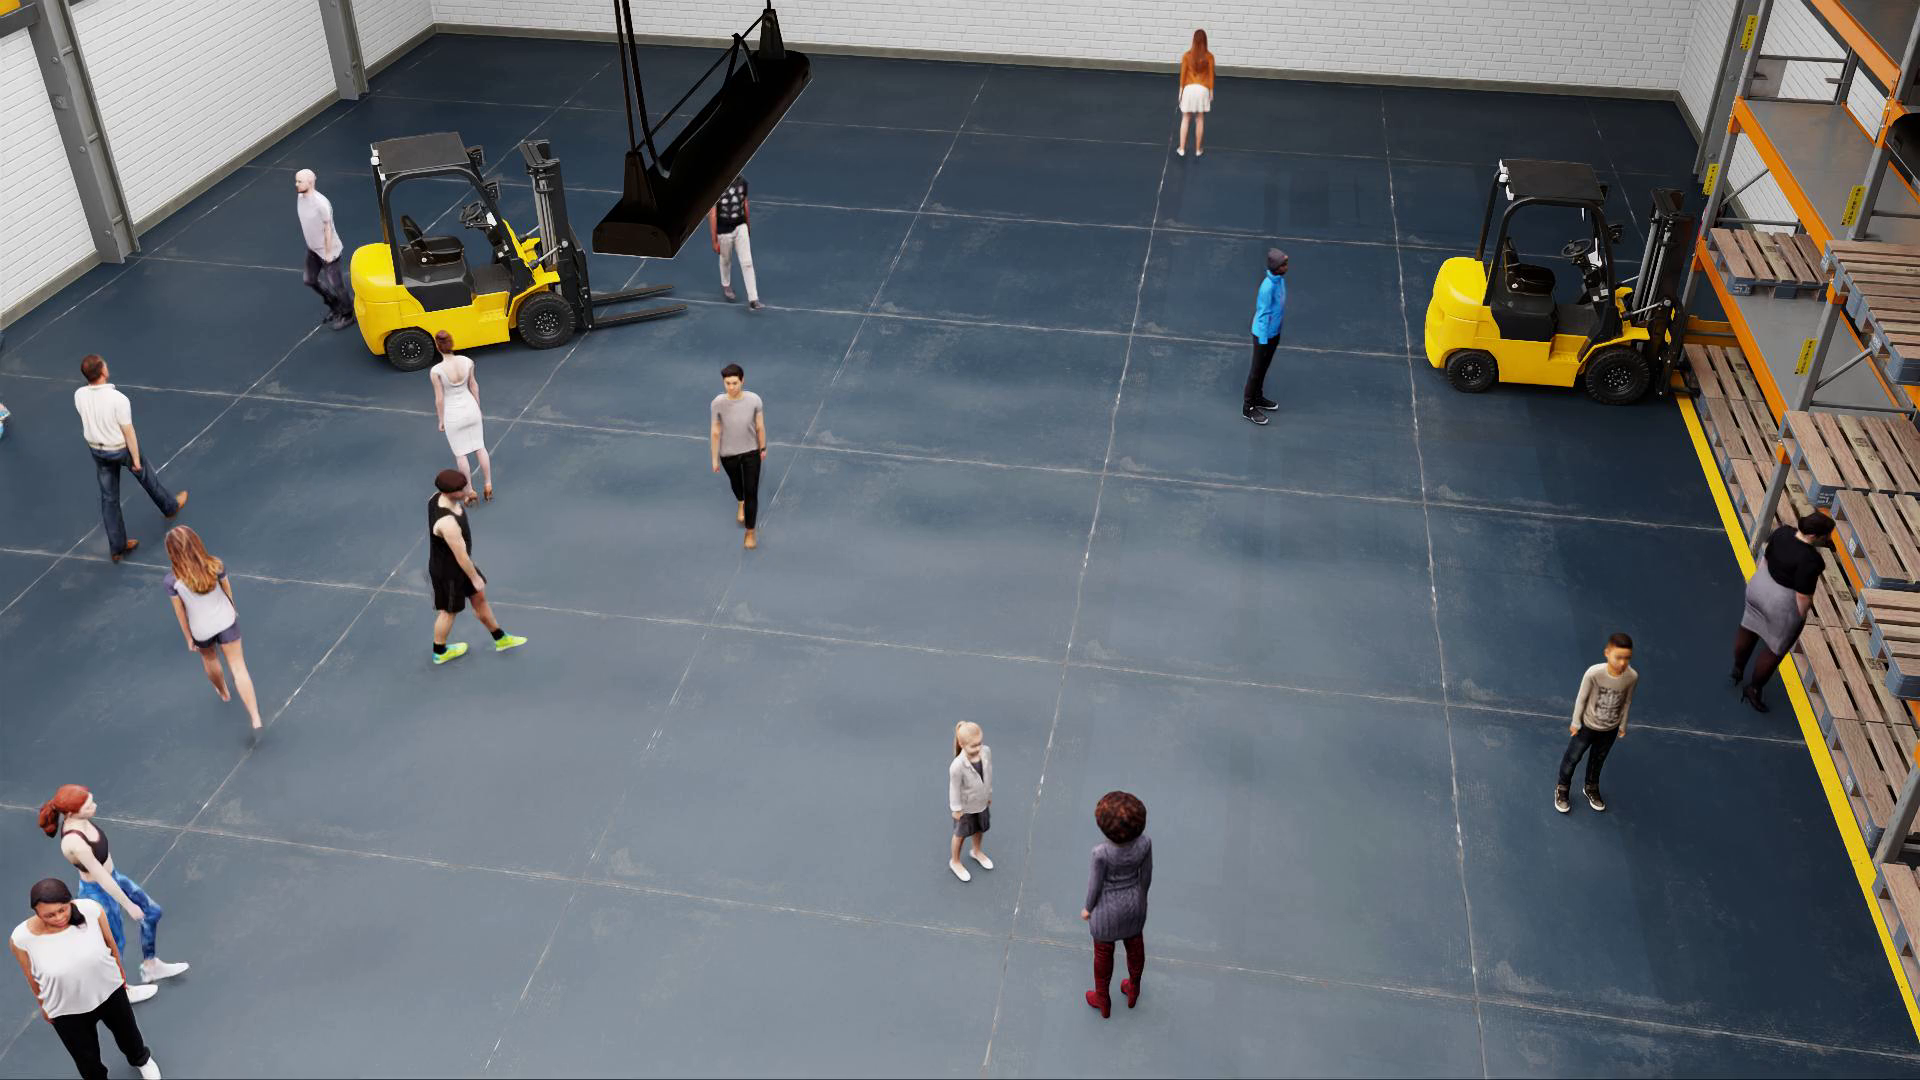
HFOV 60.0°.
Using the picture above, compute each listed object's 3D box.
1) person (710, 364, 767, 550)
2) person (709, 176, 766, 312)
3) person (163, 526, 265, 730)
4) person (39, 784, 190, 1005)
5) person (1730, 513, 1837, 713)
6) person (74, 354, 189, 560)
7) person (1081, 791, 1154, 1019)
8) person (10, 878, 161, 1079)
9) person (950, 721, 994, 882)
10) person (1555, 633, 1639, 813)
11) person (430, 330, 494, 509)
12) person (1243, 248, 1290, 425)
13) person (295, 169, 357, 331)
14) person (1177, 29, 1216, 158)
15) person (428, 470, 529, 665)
[{"bbox_3d":[-1.940,-0.821,14.699,0.766,1.677,1.152,-1,34,-1],"label":"person"},{"bbox_3d":[-2.603,-3.465,18.611,1.140,1.750,1.279,-17,37,-23],"label":"person"},{"bbox_3d":[-5.537,0.690,12.408,1.057,1.696,1.138,-20,38,-27],"label":"person"},{"bbox_3d":[-5.266,2.202,10.065,0.787,1.771,0.748,-14,36,-20],"label":"person"},{"bbox_3d":[6.210,0.455,12.727,0.881,1.735,0.724,-17,37,-23],"label":"person"},{"bbox_3d":[-7.370,-0.686,14.380,0.661,1.806,1.168,5,34,8],"label":"person"},{"bbox_3d":[0.964,2.222,10.091,0.657,1.711,0.652,-10,35,-14],"label":"person"},{"bbox_3d":[-5.041,2.584,9.569,0.753,1.685,0.821,-23,40,-31],"label":"person"},{"bbox_3d":[0.072,1.735,11.217,0.592,1.275,0.658,-25,41,-33],"label":"person"},{"bbox_3d":[4.508,1.273,11.741,0.586,1.463,0.567,-1,34,-2],"label":"person"},{"bbox_3d":[-4.501,-1.097,15.009,0.627,1.794,0.703,-24,41,-32],"label":"person"},{"bbox_3d":[3.021,-2.044,16.433,0.731,1.794,0.560,15,36,21],"label":"person"},{"bbox_3d":[-6.850,-3.188,18.130,0.774,1.820,0.791,23,40,30],"label":"person"},{"bbox_3d":[3.198,-6.047,22.523,0.612,1.719,0.537,5,34,8],"label":"person"},{"bbox_3d":[-4.036,0.212,13.002,1.049,1.835,1.080,-13,36,-18],"label":"person"}]
